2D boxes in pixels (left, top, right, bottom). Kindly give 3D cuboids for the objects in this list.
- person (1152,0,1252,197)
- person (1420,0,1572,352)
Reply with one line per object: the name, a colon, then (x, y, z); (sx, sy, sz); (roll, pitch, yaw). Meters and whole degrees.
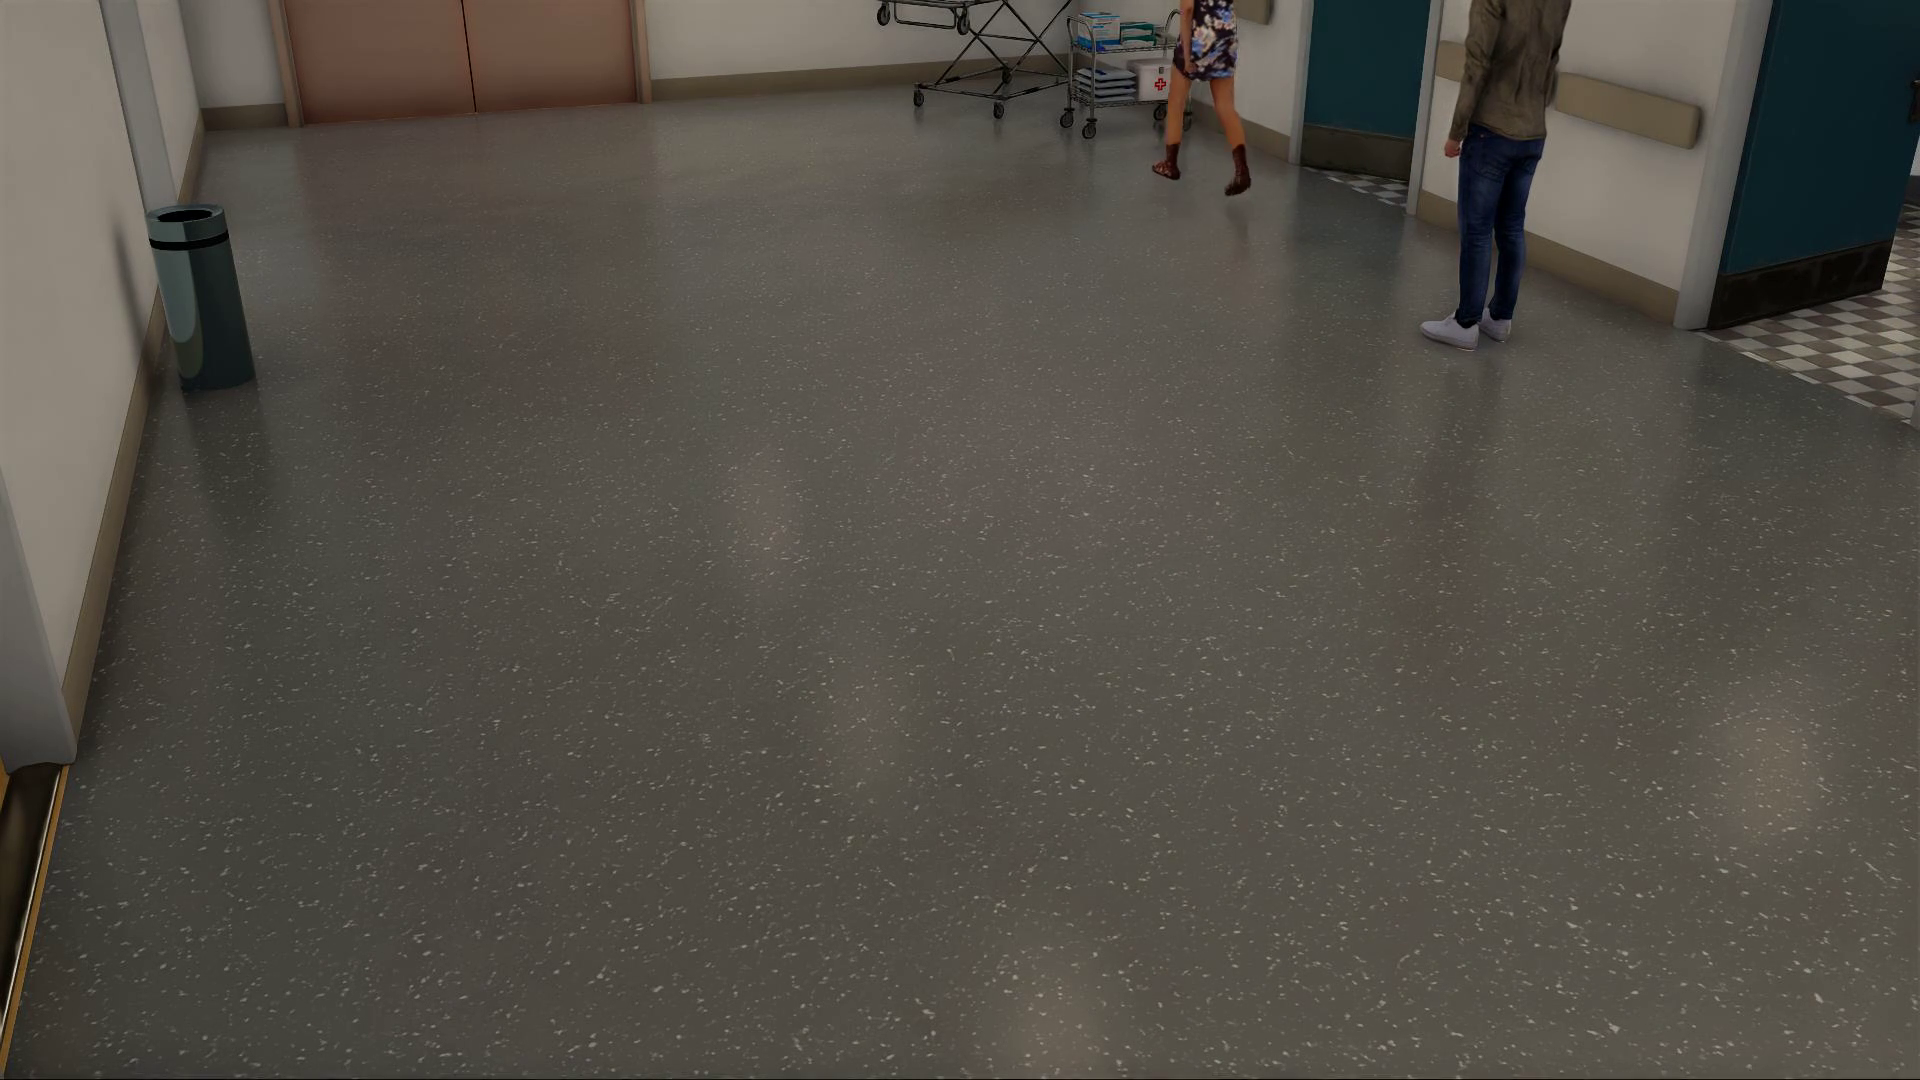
person: (1.469, -2.798, 9.511); (0.636, 1.686, 1.150); (-11, 28, -22)
person: (2.329, -1.742, 7.114); (0.741, 1.865, 0.649); (-14, 29, -27)
